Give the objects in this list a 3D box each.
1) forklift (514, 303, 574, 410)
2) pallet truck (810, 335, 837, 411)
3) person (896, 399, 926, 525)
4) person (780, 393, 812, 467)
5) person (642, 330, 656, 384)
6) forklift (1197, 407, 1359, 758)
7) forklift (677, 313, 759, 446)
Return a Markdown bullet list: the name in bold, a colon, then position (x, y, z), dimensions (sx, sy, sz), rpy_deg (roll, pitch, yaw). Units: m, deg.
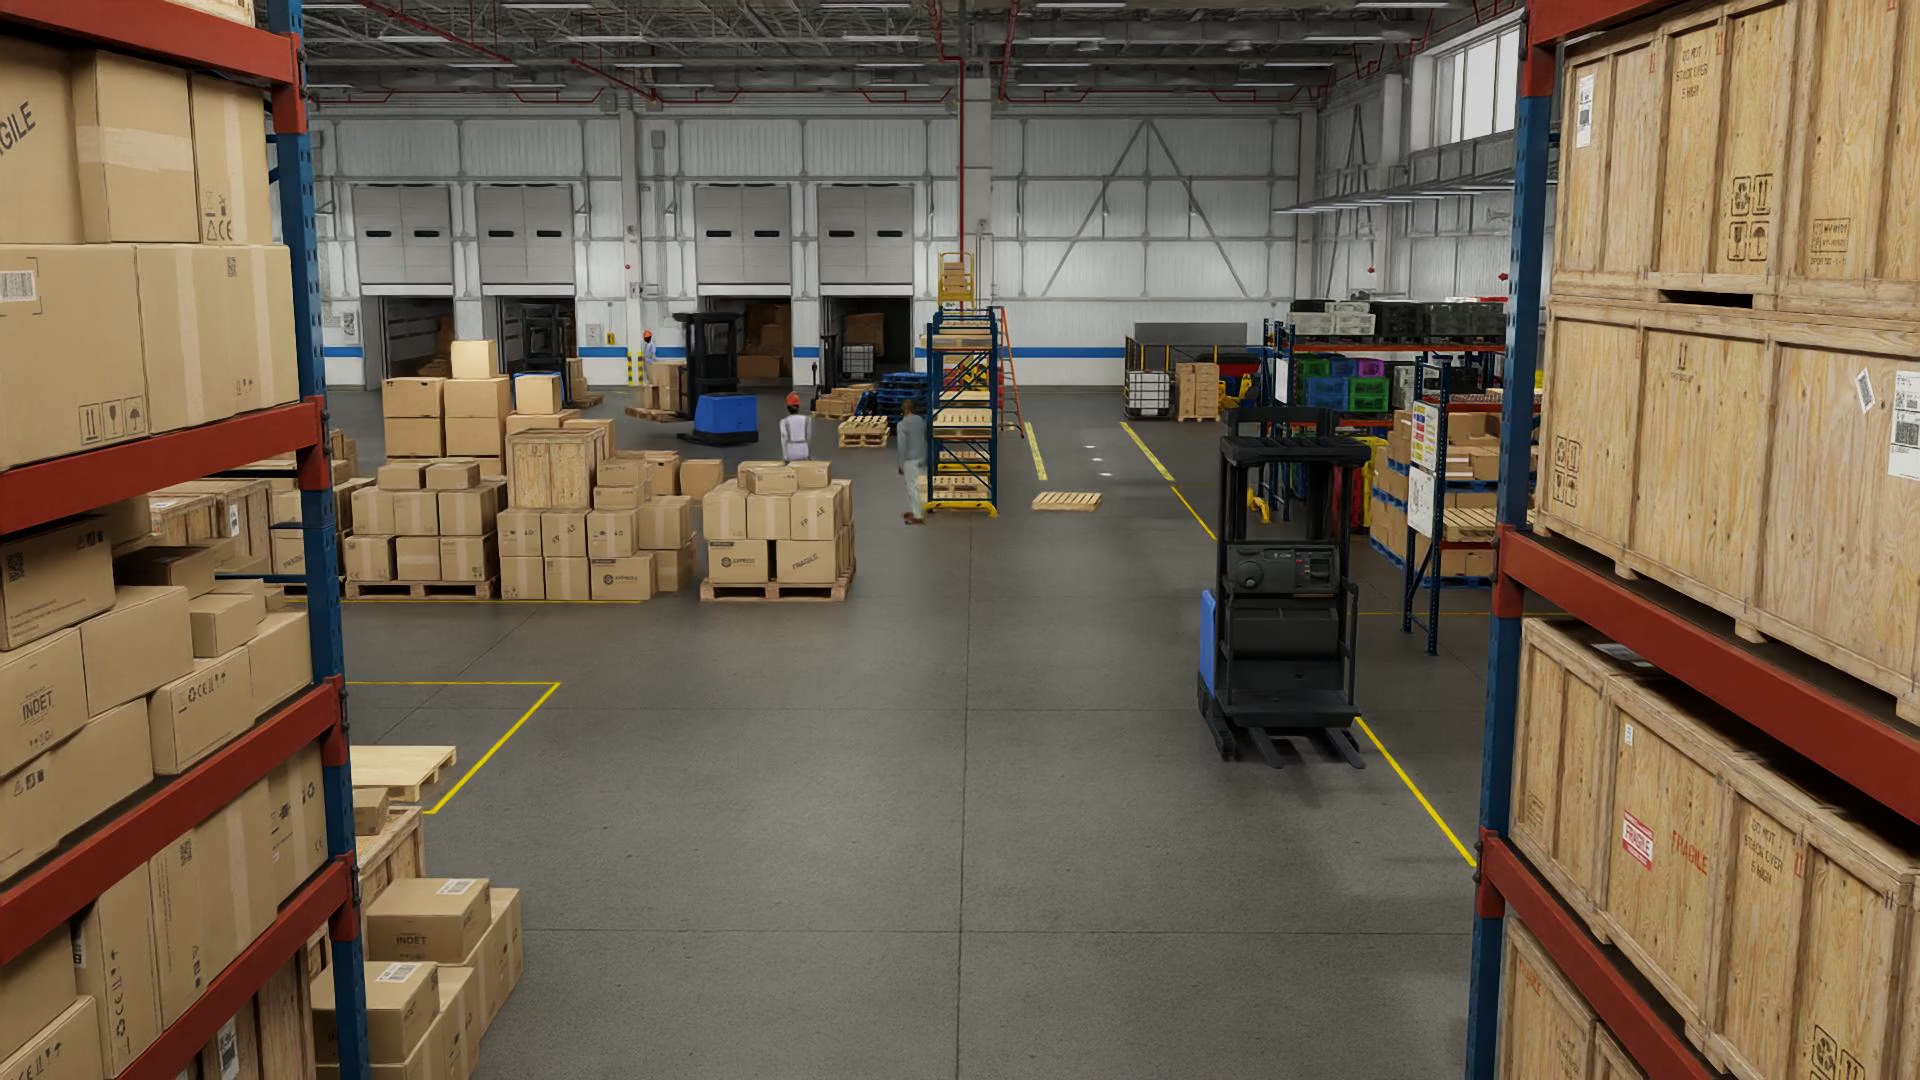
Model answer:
- **forklift**: position (-10.721, -4.667, 42.626), dimensions (1.129, 2.768, 1.873), rpy_deg (0, 10, 1)
- **pallet truck**: position (-3.021, -4.312, 43.126), dimensions (1.885, 1.965, 0.823), rpy_deg (3, 10, 17)
- **person**: position (-0.747, -1.206, 25.478), dimensions (0.771, 1.893, 0.692), rpy_deg (7, 12, 36)
- **person**: position (-2.579, -1.368, 26.389), dimensions (0.538, 1.915, 0.831), rpy_deg (-4, 11, -21)
- **person**: position (-8.813, -4.973, 47.145), dimensions (0.389, 1.930, 0.544), rpy_deg (-7, 12, -36)
- **forklift**: position (2.693, 0.259, 14.208), dimensions (1.129, 2.768, 1.873), rpy_deg (0, 10, 1)
- **forklift**: position (-5.244, -3.509, 35.948), dimensions (1.129, 2.768, 1.873), rpy_deg (-7, 12, -33)
